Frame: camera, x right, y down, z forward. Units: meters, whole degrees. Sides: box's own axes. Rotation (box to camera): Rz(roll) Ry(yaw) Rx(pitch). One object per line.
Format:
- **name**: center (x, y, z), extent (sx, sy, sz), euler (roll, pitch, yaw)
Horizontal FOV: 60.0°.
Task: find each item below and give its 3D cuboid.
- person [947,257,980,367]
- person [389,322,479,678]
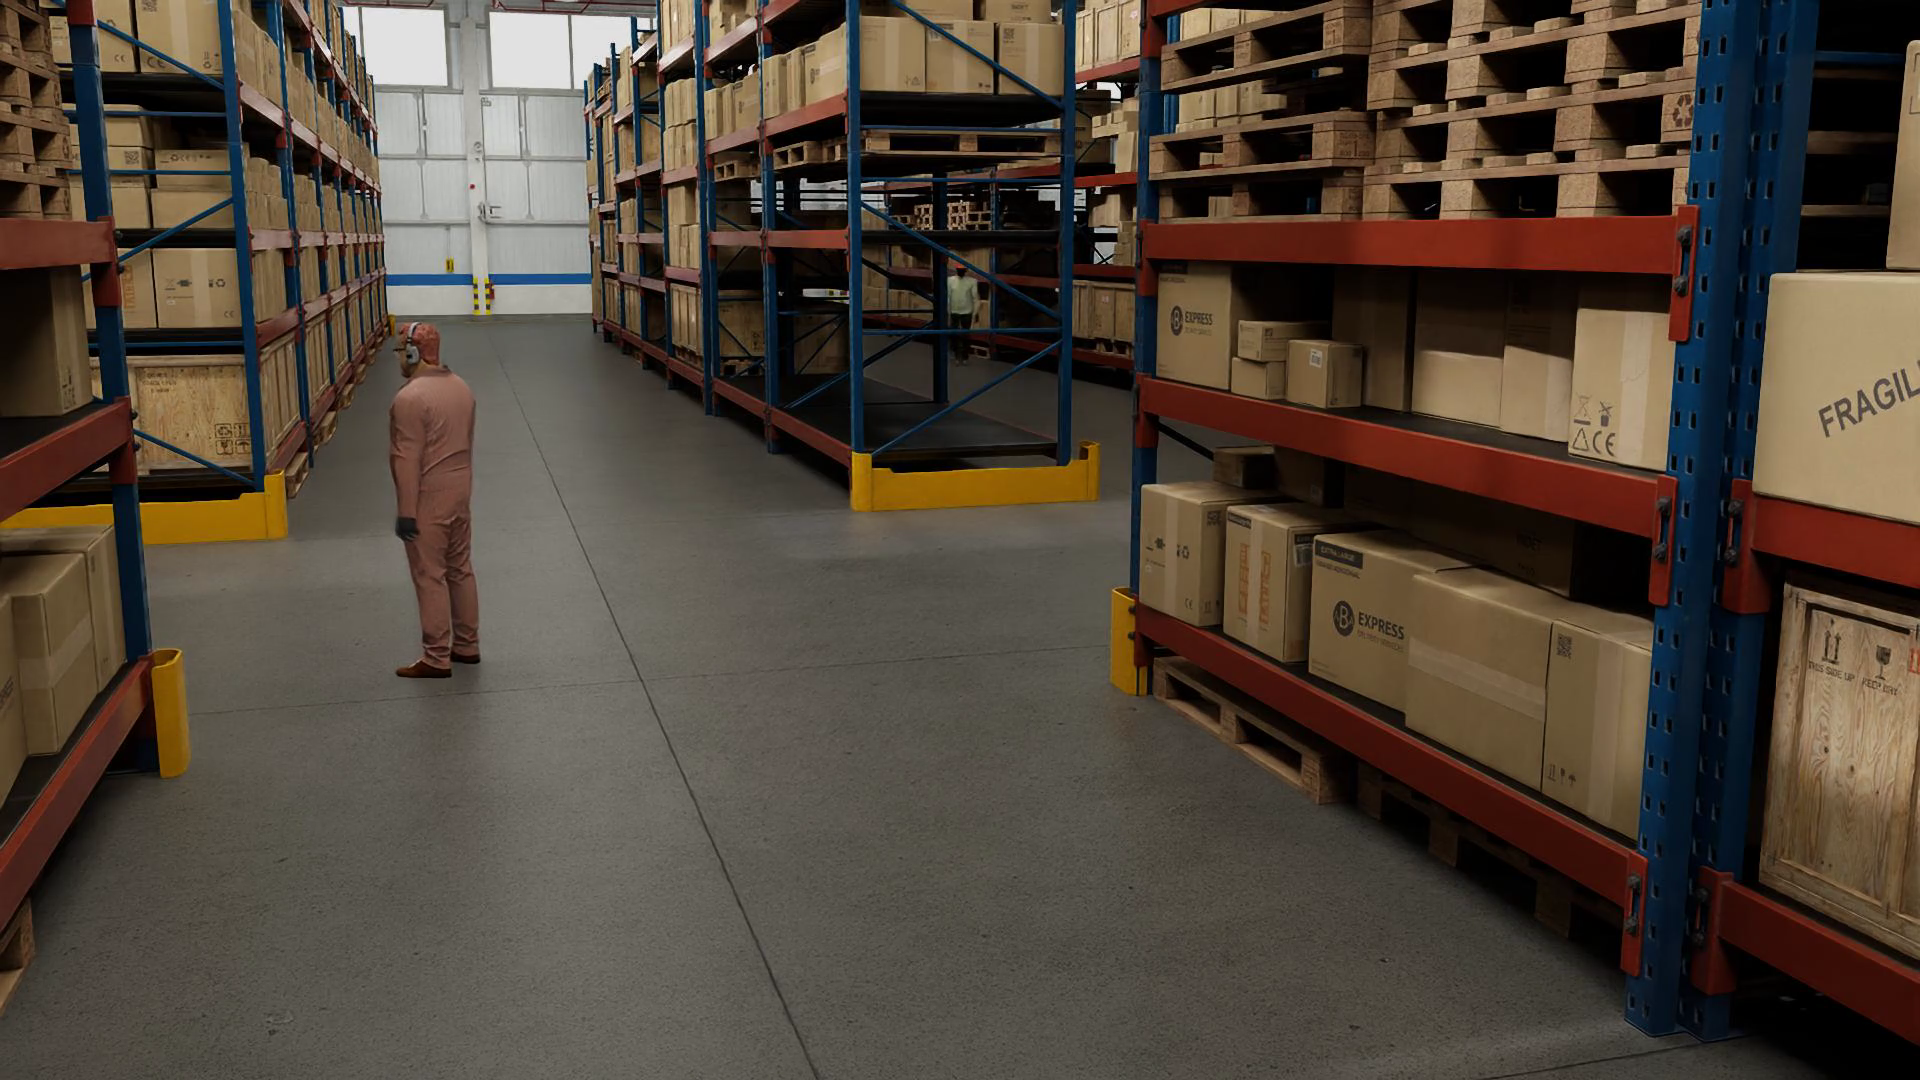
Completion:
- **person**: center (0.035, -4.152, 30.307), extent (0.647, 1.980, 0.549), euler (2, 11, 13)
- **person**: center (-2.848, -0.214, 8.946), extent (0.398, 1.899, 0.647), euler (2, 11, 13)
